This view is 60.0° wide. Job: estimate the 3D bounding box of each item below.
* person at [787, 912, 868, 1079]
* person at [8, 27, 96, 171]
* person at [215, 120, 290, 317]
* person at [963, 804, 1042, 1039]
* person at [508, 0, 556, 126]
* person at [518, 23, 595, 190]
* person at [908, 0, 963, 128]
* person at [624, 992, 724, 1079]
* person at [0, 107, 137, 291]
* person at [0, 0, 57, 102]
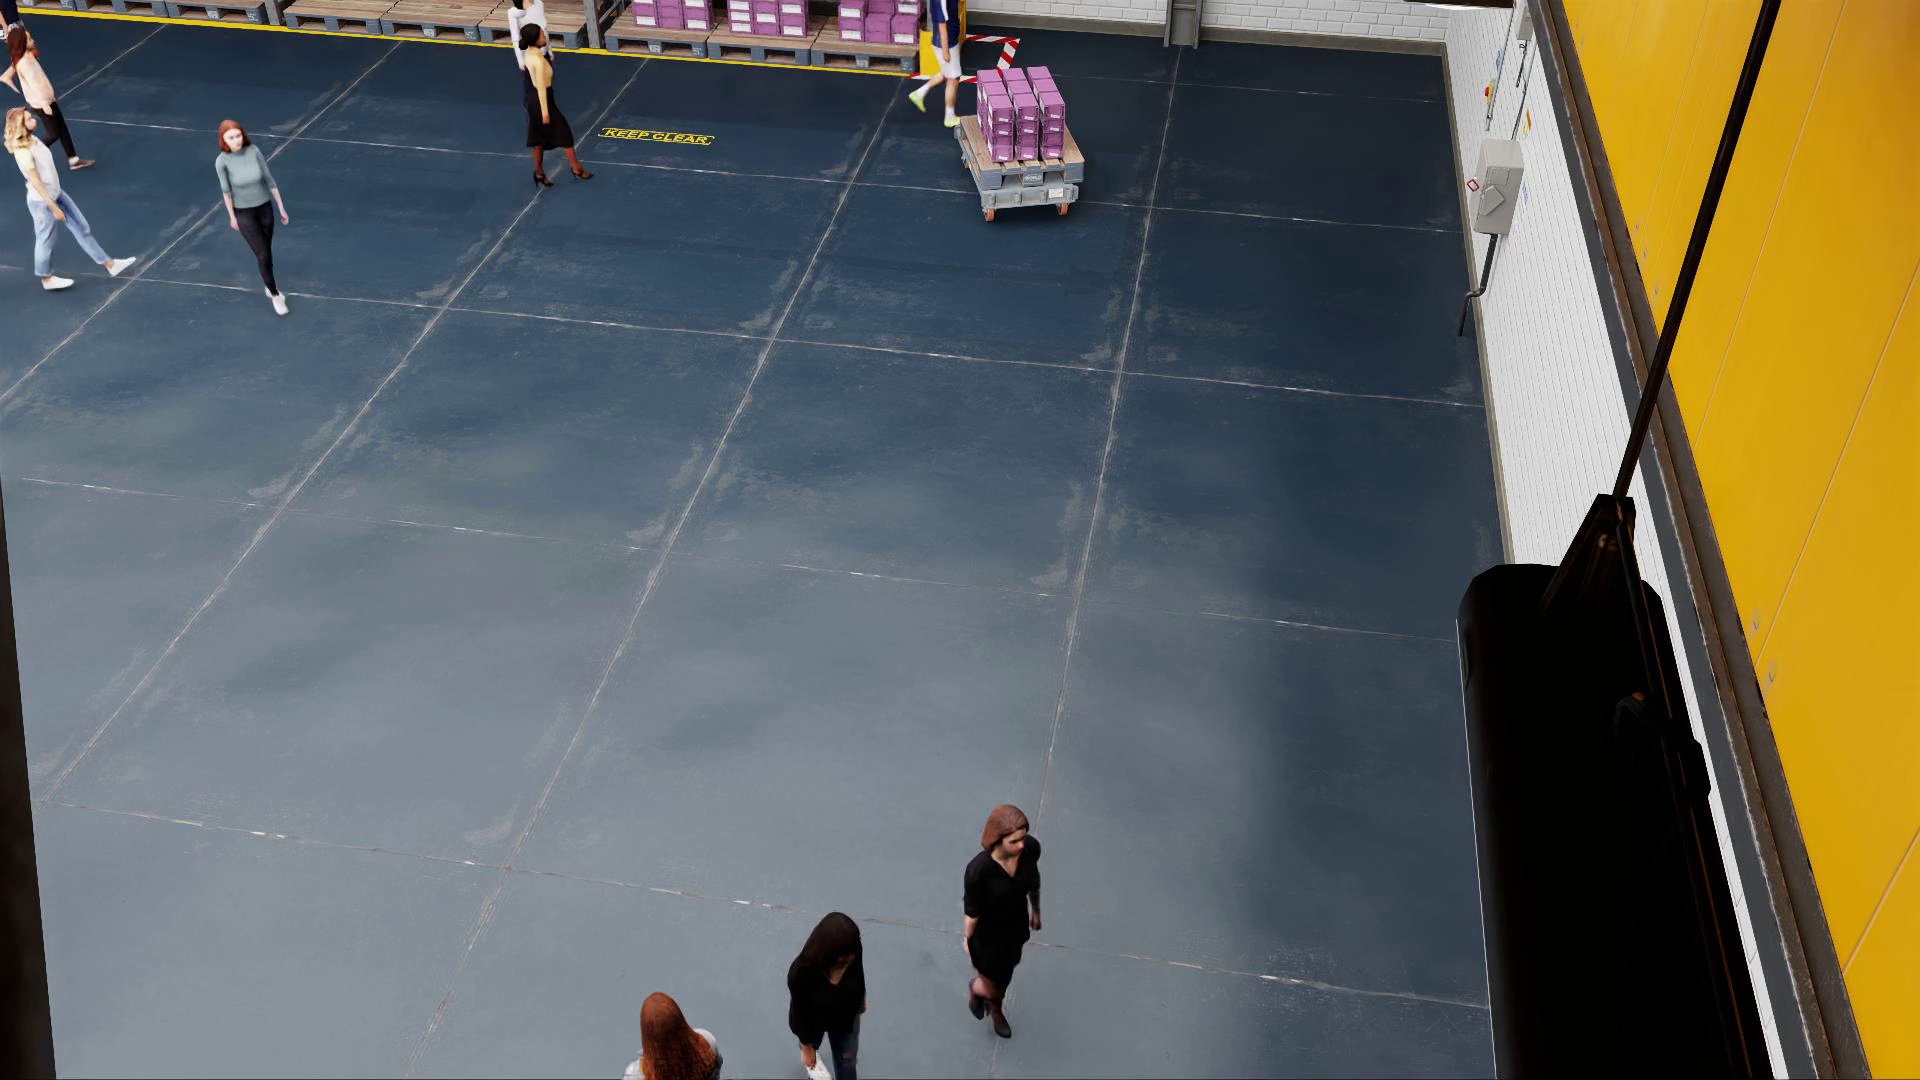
[{"bbox_3d":[-0.694,2.254,8.062,1.048,1.593,1.034,-20,43,-23],"label":"person"},{"bbox_3d":[-9.075,-4.297,16.364,0.932,1.469,0.787,-12,40,-14],"label":"person"},{"bbox_3d":[-6.105,-2.829,14.319,0.872,1.728,0.780,30,47,32],"label":"person"},{"bbox_3d":[0.144,1.904,8.418,0.734,1.694,0.792,-24,44,-27],"label":"person"},{"bbox_3d":[-4.364,-4.964,17.015,0.698,1.700,0.698,25,45,28],"label":"person"},{"bbox_3d":[-4.094,-4.149,16.044,0.952,1.636,0.867,-19,42,-22],"label":"person"},{"bbox_3d":[-0.216,-5.124,17.117,0.938,1.821,0.725,1,39,1],"label":"person"},{"bbox_3d":[-1.184,2.702,7.454,1.133,1.652,1.127,-19,42,-22],"label":"person"},{"bbox_3d":[-8.046,-2.924,14.470,1.158,1.687,0.944,-10,40,-13],"label":"person"},{"bbox_3d":[-10.129,-5.437,17.562,0.822,1.754,0.678,-3,39,-3],"label":"person"}]
